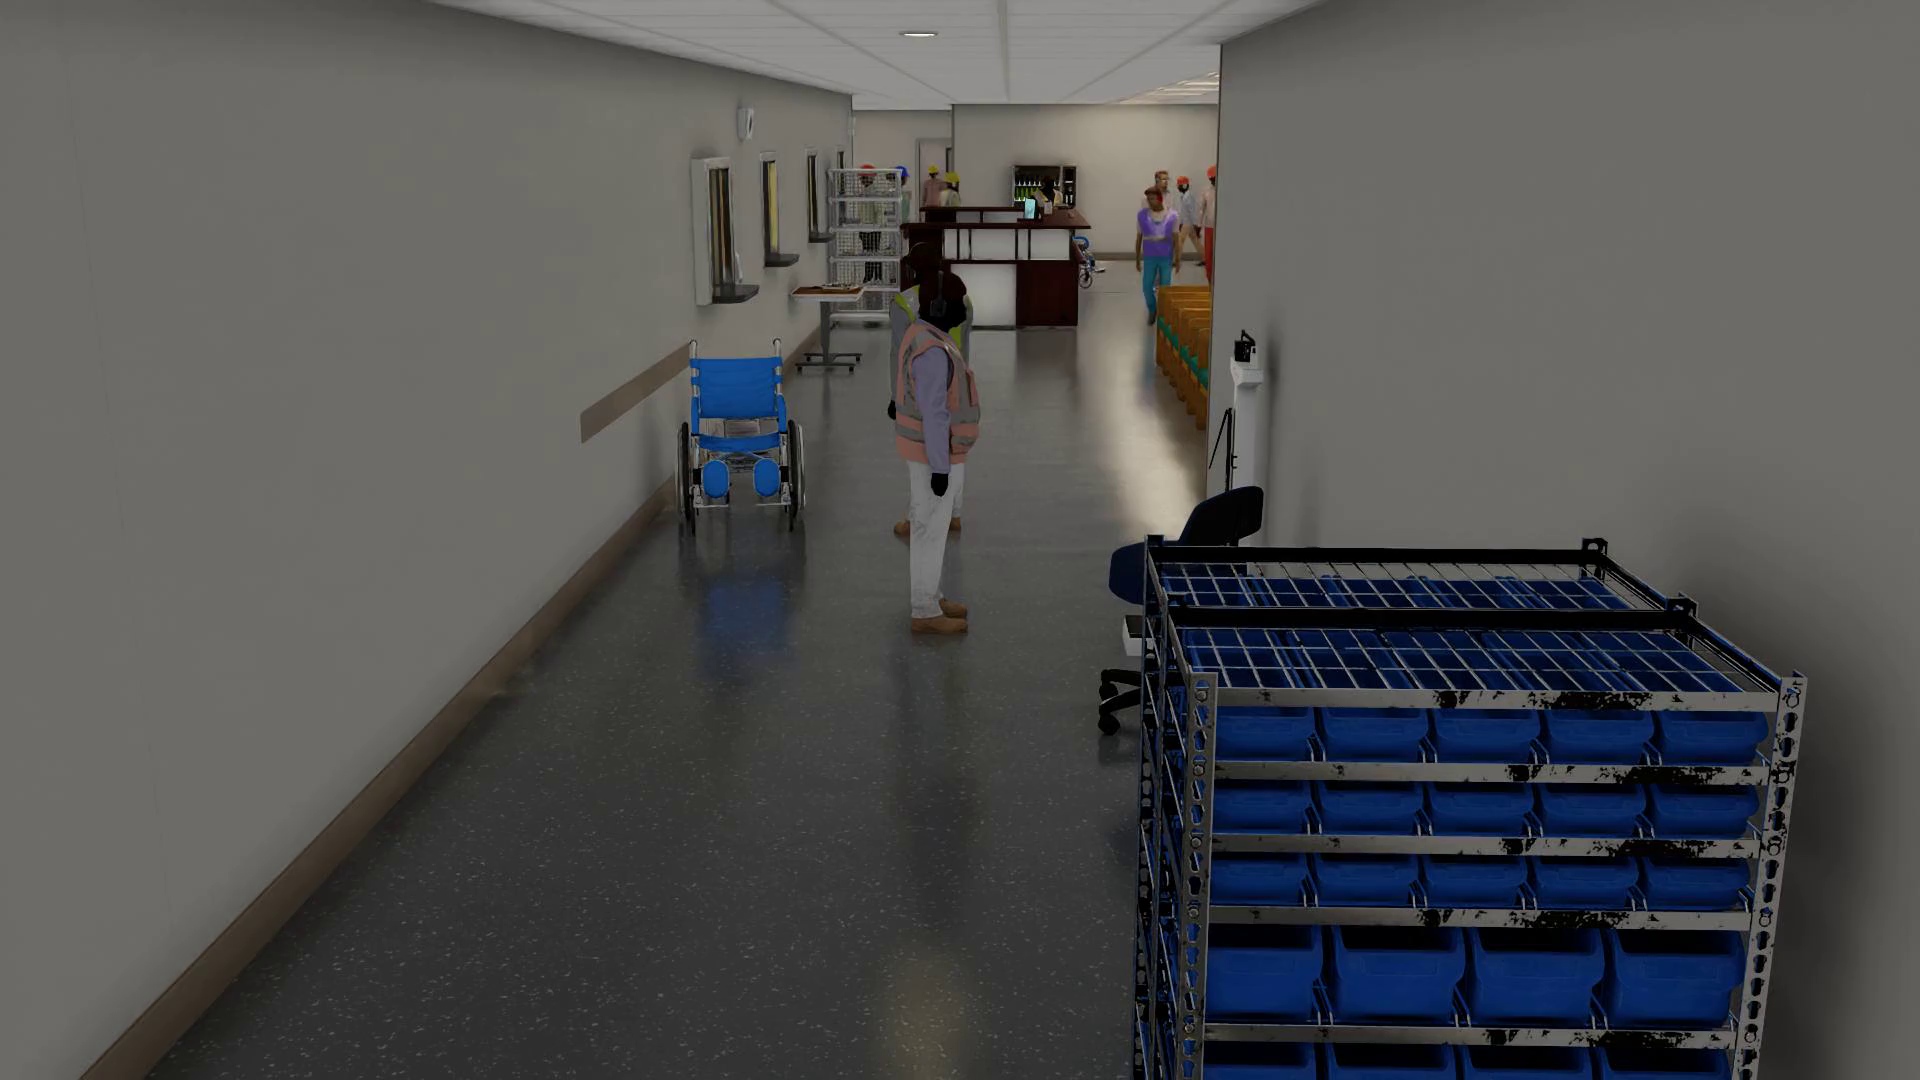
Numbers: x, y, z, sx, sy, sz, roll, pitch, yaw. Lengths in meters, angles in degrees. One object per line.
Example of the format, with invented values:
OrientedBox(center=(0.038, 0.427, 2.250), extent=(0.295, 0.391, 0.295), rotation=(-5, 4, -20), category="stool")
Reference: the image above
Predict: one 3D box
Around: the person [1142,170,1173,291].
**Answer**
OrientedBox(center=(3.172, -4.915, 26.469), extent=(0.644, 1.900, 0.399), rotation=(-12, 18, -39), category="person")

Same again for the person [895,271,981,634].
OrientedBox(center=(-0.111, -0.437, 8.445), extent=(0.431, 1.836, 0.619), rotation=(-1, 14, -5), category="person")

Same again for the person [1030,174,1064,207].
OrientedBox(center=(1.413, -4.971, 26.839), extent=(0.628, 1.837, 0.430), rotation=(-7, 15, -25), category="person")

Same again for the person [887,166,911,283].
OrientedBox(center=(-0.994, -5.112, 27.159), extent=(0.378, 1.949, 0.614), rotation=(-6, 15, -25), category="person")

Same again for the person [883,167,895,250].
OrientedBox(center=(-1.466, -7.067, 35.491), extent=(0.325, 1.760, 0.523), rotation=(7, 15, 26), category="person")

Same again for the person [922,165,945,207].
OrientedBox(center=(-0.592, -7.465, 37.095), extent=(0.533, 1.765, 0.330), rotation=(3, 14, 12), category="person")

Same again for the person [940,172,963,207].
OrientedBox(center=(-0.181, -5.441, 28.766), extent=(0.553, 1.816, 0.610), rotation=(-6, 15, -23), category="person")

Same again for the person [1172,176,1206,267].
OrientedBox(center=(4.296, -5.963, 31.170), extent=(0.918, 1.688, 0.594), rotation=(0, 14, 2), category="person")

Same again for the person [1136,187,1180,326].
OrientedBox(center=(2.541, -3.596, 21.267), extent=(0.600, 1.820, 0.439), rotation=(3, 14, 14), category="person")

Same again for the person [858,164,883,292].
OrientedBox(center=(-1.430, -4.906, 26.229), extent=(0.391, 1.995, 0.613), rotation=(-8, 16, -29), category="person")

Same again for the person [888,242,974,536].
OrientedBox(center=(-0.209, -0.932, 10.430), extent=(0.624, 1.841, 0.430), rotation=(-12, 18, -40), category="person")
